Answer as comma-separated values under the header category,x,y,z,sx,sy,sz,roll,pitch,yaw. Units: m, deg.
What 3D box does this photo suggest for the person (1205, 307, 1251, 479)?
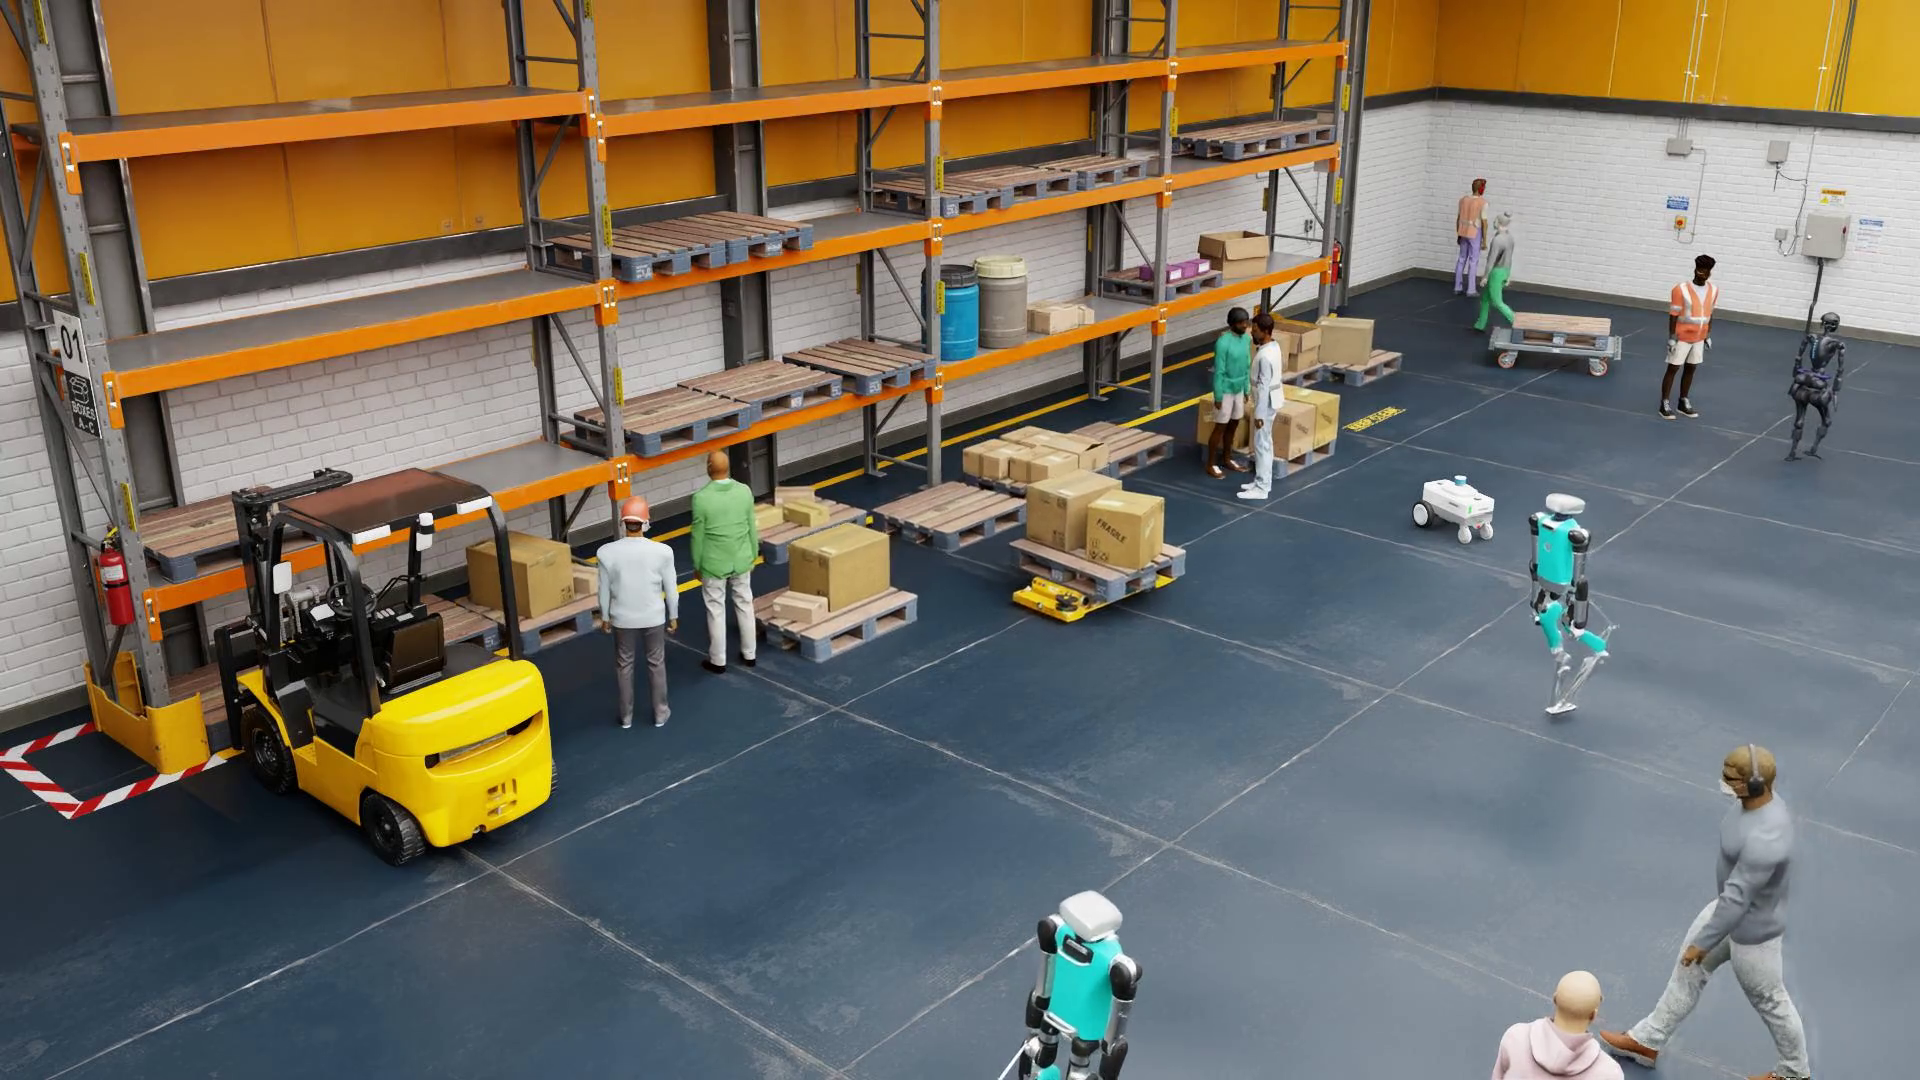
category,x,y,z,sx,sy,sz,roll,pitch,yaw
person,2.838,-1.562,17.544,0.506,1.834,0.422,-18,27,-40

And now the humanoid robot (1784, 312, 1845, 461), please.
category,x,y,z,sx,sy,sz,roll,pitch,yaw
humanoid robot,9.249,-1.658,18.018,0.363,1.647,0.609,-11,23,-26

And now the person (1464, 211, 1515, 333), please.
category,x,y,z,sx,sy,sz,roll,pitch,yaw
person,7.658,-3.764,23.537,0.860,1.801,0.496,14,25,34

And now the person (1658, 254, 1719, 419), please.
category,x,y,z,sx,sy,sz,roll,pitch,yaw
person,8.616,-2.401,19.621,0.603,1.957,0.387,-5,21,-13

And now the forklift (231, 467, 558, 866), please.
category,x,y,z,sx,sy,sz,roll,pitch,yaw
forklift,-3.730,0.710,10.856,2.313,2.155,1.214,17,26,38

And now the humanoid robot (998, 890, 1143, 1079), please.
category,x,y,z,sx,sy,sz,roll,pitch,yaw
humanoid robot,0.320,2.374,7.017,1.013,1.736,0.550,-18,27,-40

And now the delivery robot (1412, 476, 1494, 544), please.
category,x,y,z,sx,sy,sz,roll,pitch,yaw
delivery robot,4.779,-0.318,16.022,0.499,0.609,0.813,-9,22,-24

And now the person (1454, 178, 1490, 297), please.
category,x,y,z,sx,sy,sz,roll,pitch,yaw
person,8.028,-4.747,26.137,0.373,1.842,0.568,-13,24,-31

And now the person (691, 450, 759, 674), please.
category,x,y,z,sx,sy,sz,roll,pitch,yaw
person,-1.820,0.165,12.929,0.543,1.777,0.386,-12,23,-28

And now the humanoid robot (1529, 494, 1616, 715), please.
category,x,y,z,sx,sy,sz,roll,pitch,yaw
humanoid robot,4.478,0.547,12.097,0.746,1.895,0.543,-8,22,-22

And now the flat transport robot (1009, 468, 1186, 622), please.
category,x,y,z,sx,sy,sz,roll,pitch,yaw
flat transport robot,1.190,0.365,14.563,1.431,0.231,0.659,-18,27,-40

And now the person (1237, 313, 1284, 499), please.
category,x,y,z,sx,sy,sz,roll,pitch,yaw
person,3.080,-1.356,16.866,0.399,1.907,0.585,5,21,13

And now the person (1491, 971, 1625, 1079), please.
category,x,y,z,sx,sy,sz,roll,pitch,yaw
person,2.326,2.500,6.606,0.537,1.775,0.409,13,24,32

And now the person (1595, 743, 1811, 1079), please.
category,x,y,z,sx,sy,sz,roll,pitch,yaw
person,3.814,1.872,8.160,1.017,1.886,0.637,5,21,14

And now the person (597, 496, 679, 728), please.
category,x,y,z,sx,sy,sz,roll,pitch,yaw
person,-2.313,0.524,12.009,0.571,1.739,0.347,-3,20,-8
